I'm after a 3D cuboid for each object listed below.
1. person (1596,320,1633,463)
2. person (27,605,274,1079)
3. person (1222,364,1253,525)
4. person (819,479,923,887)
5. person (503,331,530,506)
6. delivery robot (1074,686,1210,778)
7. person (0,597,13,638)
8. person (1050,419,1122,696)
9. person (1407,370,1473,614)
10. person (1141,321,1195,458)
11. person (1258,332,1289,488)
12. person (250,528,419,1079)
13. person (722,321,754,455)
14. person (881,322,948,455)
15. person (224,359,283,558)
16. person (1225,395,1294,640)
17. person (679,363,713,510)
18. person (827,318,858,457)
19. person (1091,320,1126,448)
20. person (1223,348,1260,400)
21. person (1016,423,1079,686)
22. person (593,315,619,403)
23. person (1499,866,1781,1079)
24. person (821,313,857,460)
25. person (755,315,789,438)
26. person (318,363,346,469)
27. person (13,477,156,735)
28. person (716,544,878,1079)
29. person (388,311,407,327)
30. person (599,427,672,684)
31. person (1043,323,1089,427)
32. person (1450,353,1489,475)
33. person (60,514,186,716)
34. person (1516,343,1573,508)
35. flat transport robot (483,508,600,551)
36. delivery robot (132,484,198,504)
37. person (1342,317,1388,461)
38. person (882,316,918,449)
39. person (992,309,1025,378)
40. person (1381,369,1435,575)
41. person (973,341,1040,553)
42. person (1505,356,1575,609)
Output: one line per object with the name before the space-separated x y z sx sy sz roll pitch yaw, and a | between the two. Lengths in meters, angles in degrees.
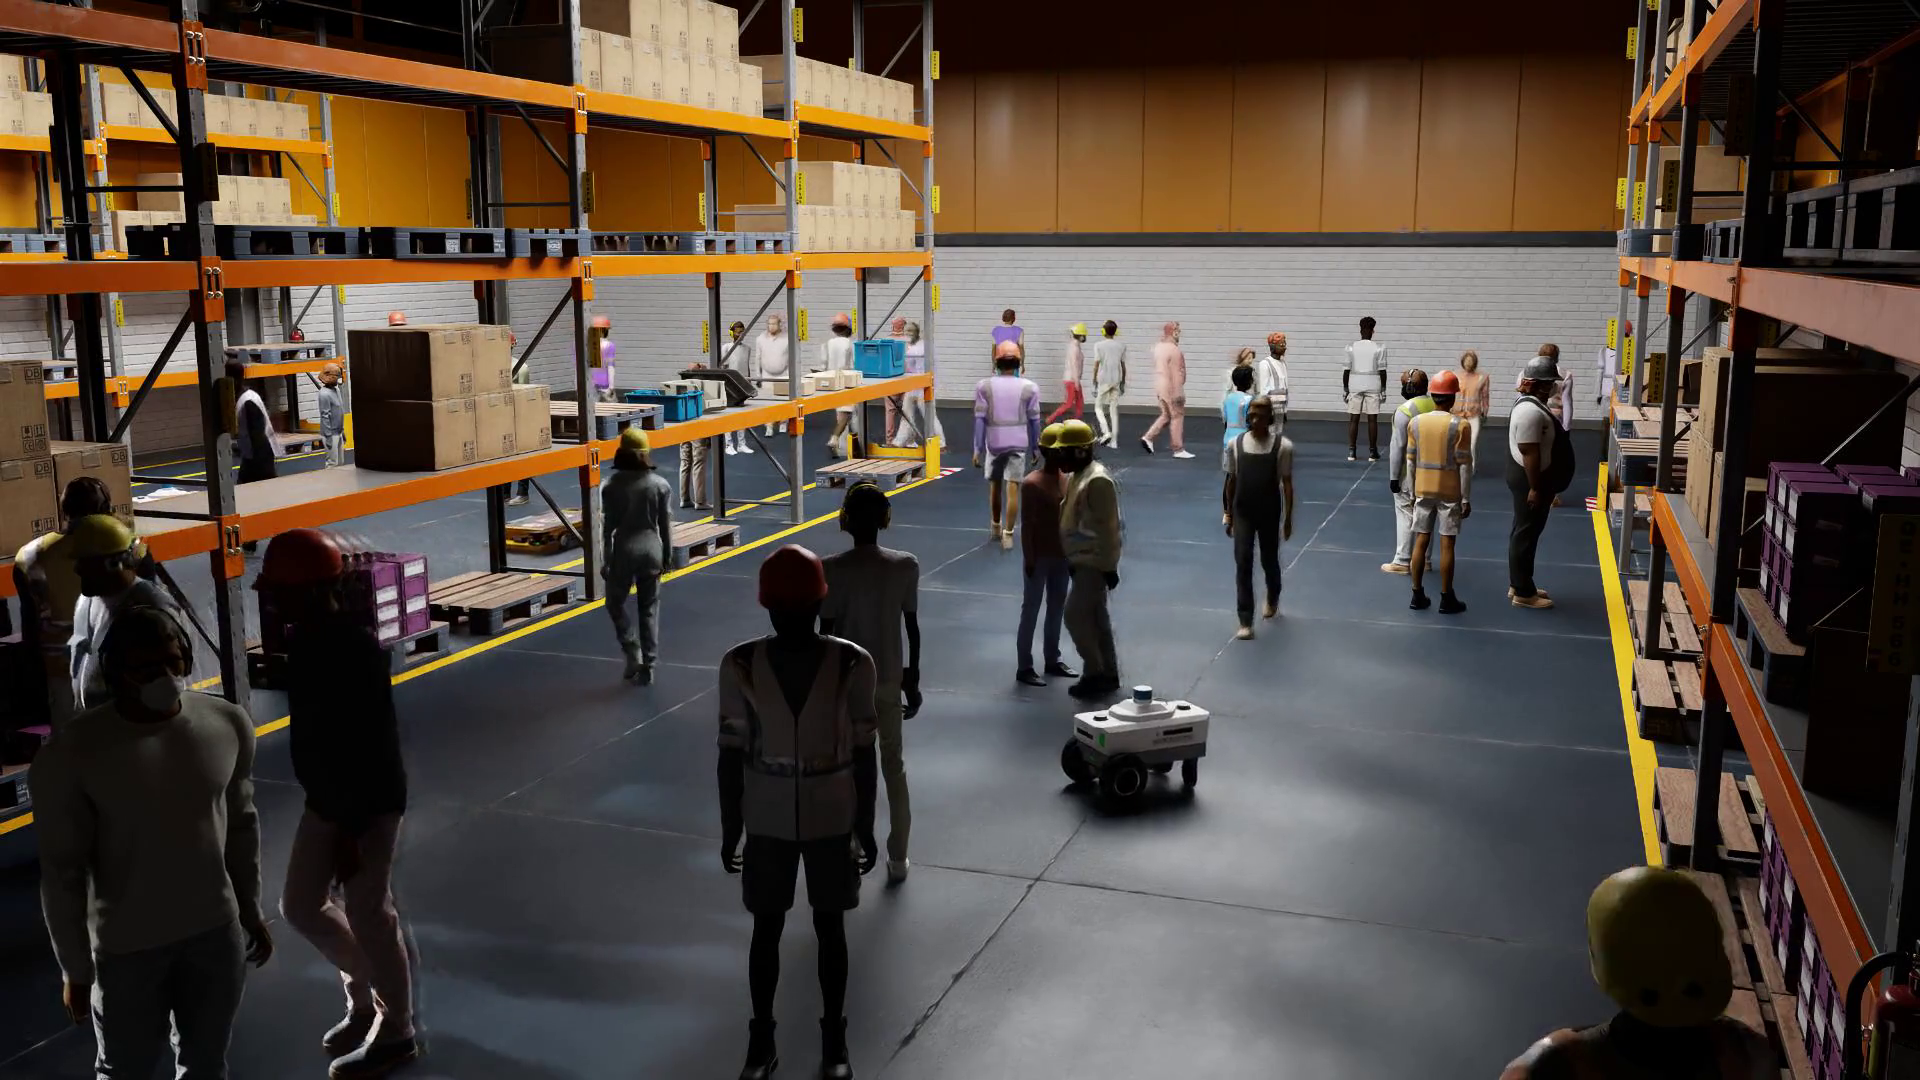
person | 8.794 -1.974 22.226 0.551 1.934 0.373 10 14 44
person | -2.262 1.131 4.742 0.371 1.939 0.629 8 13 36
person | 2.916 -0.971 17.251 0.318 1.698 0.535 -5 11 -25
person | -0.426 0.661 7.609 0.524 1.862 0.325 -3 11 -18
person | -5.097 -1.384 18.737 0.611 1.996 0.379 6 12 31
delivery robot | 0.982 1.029 8.947 0.707 0.478 0.477 -5 11 -24
person | -6.596 0.137 11.115 0.551 1.648 0.836 -4 11 -23
person | 0.838 0.117 10.836 0.515 1.802 0.610 -2 10 -9
person | 3.824 -0.383 13.258 0.545 1.942 0.350 9 13 41
person | 2.886 -2.053 22.795 0.661 1.893 0.666 -3 11 -17
person | 3.764 -1.541 19.938 0.345 1.882 0.584 7 12 33
person | -2.173 0.925 5.807 0.463 1.972 0.655 -10 14 -44
person | -3.105 -2.129 23.295 0.309 1.868 0.534 10 14 43
person | -0.619 -2.081 23.027 1.002 1.865 0.696 -4 11 -20
person | -6.568 -0.729 15.396 0.629 1.883 0.592 -8 13 -38
person | 2.265 -0.199 12.566 0.511 1.825 0.775 4 11 20
person | -2.928 -1.144 18.410 0.510 1.634 0.311 8 13 39
person | -1.588 -2.118 23.041 0.449 1.941 0.632 7 12 36
person | 2.141 -2.245 24.019 0.589 1.843 0.433 -3 11 -18
person | 3.633 -1.601 21.000 0.544 1.612 0.675 -5 11 -28
person | 0.615 0.094 11.097 0.522 1.758 0.350 -10 14 -43
person | -5.144 -2.251 23.849 0.560 1.923 0.413 4 11 22
person | 1.261 1.472 2.986 0.747 1.892 0.370 -4 11 -23
person | -1.657 -2.116 22.879 0.626 2.001 0.983 5 11 24
person | -2.830 -2.534 25.624 0.659 1.860 0.980 0 10 0
person | -6.972 -1.161 18.537 0.297 1.622 0.505 -1 10 -3
person | -4.128 0.611 7.968 0.628 1.837 0.429 -2 10 -13
person | -0.552 0.963 5.691 0.552 1.935 0.374 -1 10 -3
person | -7.906 -2.236 23.535 0.615 1.997 0.373 -3 10 -16
person | -2.166 0.107 11.092 0.501 1.727 0.357 -5 11 -26
person | 1.666 -2.443 25.440 0.700 1.738 0.533 1 10 3
person | 6.313 -1.540 20.755 0.527 1.584 0.885 4 11 22
person | -3.553 0.760 7.247 0.605 1.799 0.806 6 12 30
person | 6.542 -1.282 18.636 0.629 1.836 0.429 8 13 38
flat transport robot | -4.018 -0.113 16.437 0.652 0.197 1.431 3 11 19
delivery robot | -7.928 -0.342 16.666 0.707 0.478 0.477 -10 14 -44
person | 5.496 -2.047 22.578 0.603 1.959 0.379 4 11 22
person | -0.867 -2.261 23.932 0.649 1.906 0.401 1 10 6
person | 0.811 -2.976 28.137 0.569 1.840 0.374 3 10 15
person | 4.037 -0.604 14.820 0.624 1.837 0.429 -7 12 -35
person | 0.458 -0.925 16.130 0.640 1.998 1.015 1 10 3
person | 4.705 -0.479 13.518 0.538 2.000 0.682 3 10 15
